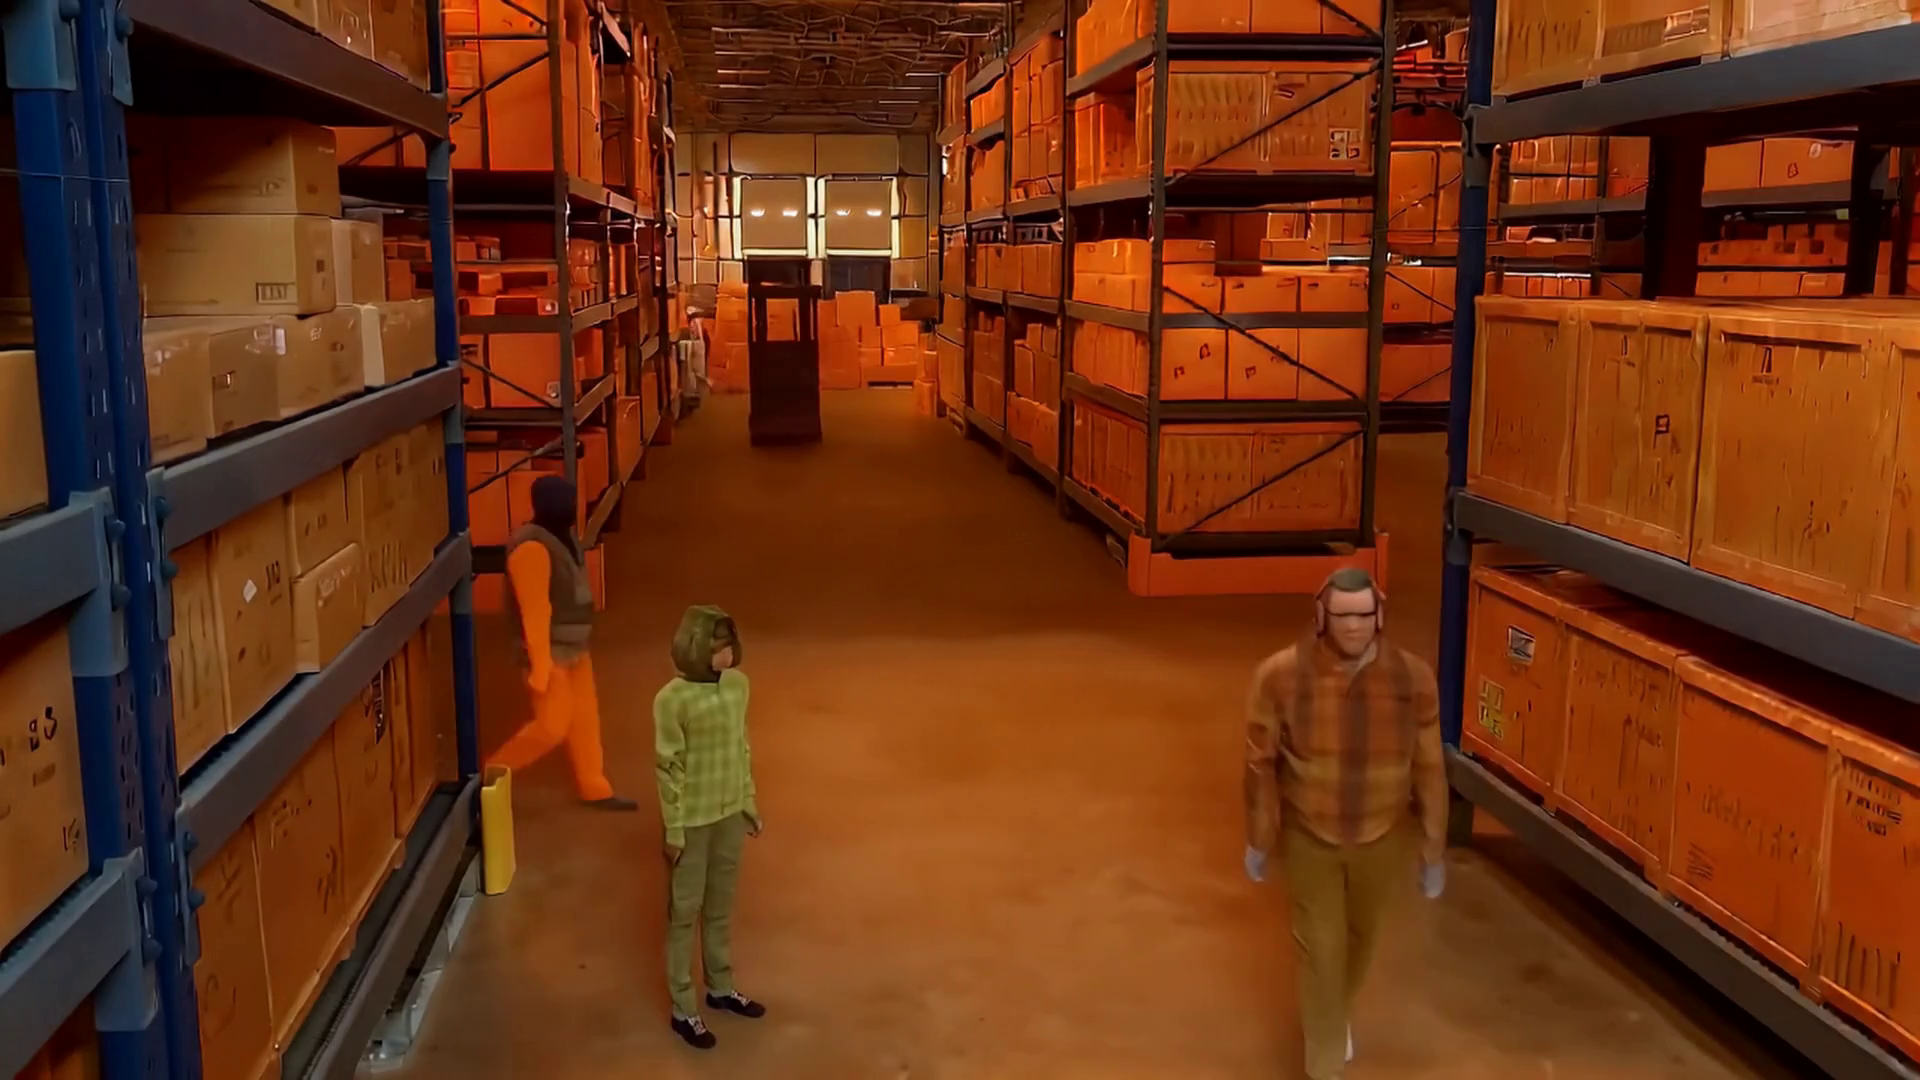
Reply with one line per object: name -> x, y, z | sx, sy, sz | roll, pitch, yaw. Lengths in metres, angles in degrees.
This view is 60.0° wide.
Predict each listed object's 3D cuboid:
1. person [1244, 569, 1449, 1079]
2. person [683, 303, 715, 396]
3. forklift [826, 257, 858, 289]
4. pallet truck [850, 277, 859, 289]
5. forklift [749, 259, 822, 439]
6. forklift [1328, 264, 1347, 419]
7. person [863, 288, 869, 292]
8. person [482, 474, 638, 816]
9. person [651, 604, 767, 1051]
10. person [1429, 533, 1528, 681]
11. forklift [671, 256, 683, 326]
person -> 1.317, 1.013, 5.652 | 0.664, 1.852, 0.986 | 0, 10, 2
person -> -5.365, -3.895, 34.061 | 0.579, 1.912, 0.566 | 1, 10, 7
forklift -> -3.358, -6.666, 47.375 | 1.129, 2.768, 1.873 | -1, 10, -7
pallet truck -> -3.782, -9.391, 65.808 | 1.885, 1.965, 0.823 | 2, 10, 10
forklift -> -2.817, -3.088, 26.545 | 1.129, 2.768, 1.873 | -1, 10, -7
forklift -> 4.657, -2.528, 23.284 | 1.129, 2.768, 1.873 | -1, 10, -7
person -> -3.488, -8.721, 62.939 | 0.881, 1.646, 0.598 | 5, 11, 26
person -> -2.080, 0.559, 8.399 | 0.729, 1.818, 0.649 | 1, 10, 6
person -> -0.927, 1.037, 6.154 | 0.285, 1.633, 0.500 | 6, 11, 30
person -> 2.654, 0.458, 8.854 | 0.925, 1.870, 0.647 | -2, 10, -10
forklift -> -11.330, -9.537, 64.090 | 1.129, 2.768, 1.873 | -1, 10, -7
